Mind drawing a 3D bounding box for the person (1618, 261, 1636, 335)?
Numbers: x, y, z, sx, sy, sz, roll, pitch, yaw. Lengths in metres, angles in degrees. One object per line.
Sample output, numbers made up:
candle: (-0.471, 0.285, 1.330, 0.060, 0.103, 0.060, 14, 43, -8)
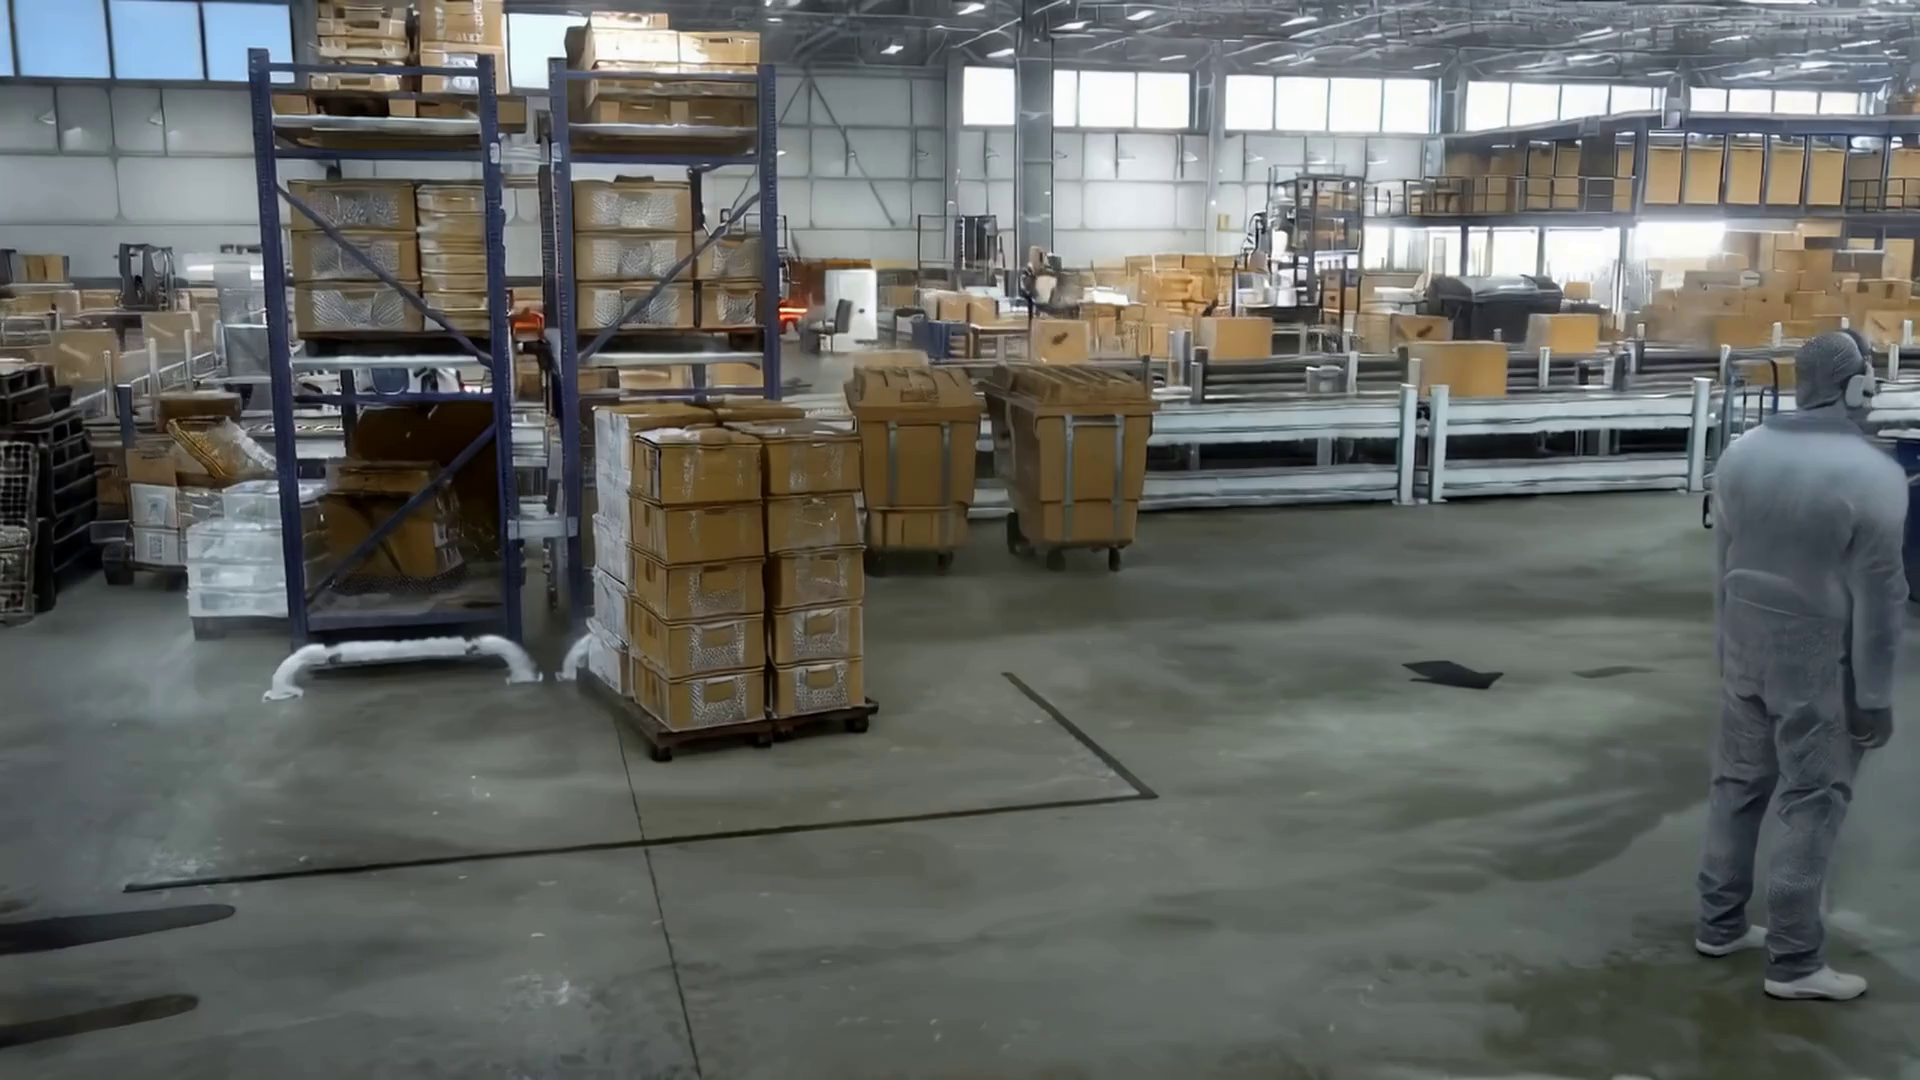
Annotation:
person: (16.056, -5.803, 39.975, 0.312, 1.768, 0.524, -1, 10, -8)

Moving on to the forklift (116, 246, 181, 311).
forklift: (-19.966, -6.232, 40.894, 1.157, 1.987, 2.680, -3, 10, -15)

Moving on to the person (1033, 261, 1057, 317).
person: (1.753, -4.850, 34.410, 0.528, 1.836, 0.853, -3, 10, -15)

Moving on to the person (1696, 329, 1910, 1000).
person: (2.427, 0.352, 4.755, 0.396, 1.900, 0.637, -3, 10, -17)

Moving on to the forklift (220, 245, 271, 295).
forklift: (-17.749, -6.334, 41.440, 1.157, 1.987, 2.680, -3, 10, -17)

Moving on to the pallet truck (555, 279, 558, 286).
pallet truck: (-10.604, -6.375, 44.520, 0.653, 1.274, 1.630, -3, 10, -15)
